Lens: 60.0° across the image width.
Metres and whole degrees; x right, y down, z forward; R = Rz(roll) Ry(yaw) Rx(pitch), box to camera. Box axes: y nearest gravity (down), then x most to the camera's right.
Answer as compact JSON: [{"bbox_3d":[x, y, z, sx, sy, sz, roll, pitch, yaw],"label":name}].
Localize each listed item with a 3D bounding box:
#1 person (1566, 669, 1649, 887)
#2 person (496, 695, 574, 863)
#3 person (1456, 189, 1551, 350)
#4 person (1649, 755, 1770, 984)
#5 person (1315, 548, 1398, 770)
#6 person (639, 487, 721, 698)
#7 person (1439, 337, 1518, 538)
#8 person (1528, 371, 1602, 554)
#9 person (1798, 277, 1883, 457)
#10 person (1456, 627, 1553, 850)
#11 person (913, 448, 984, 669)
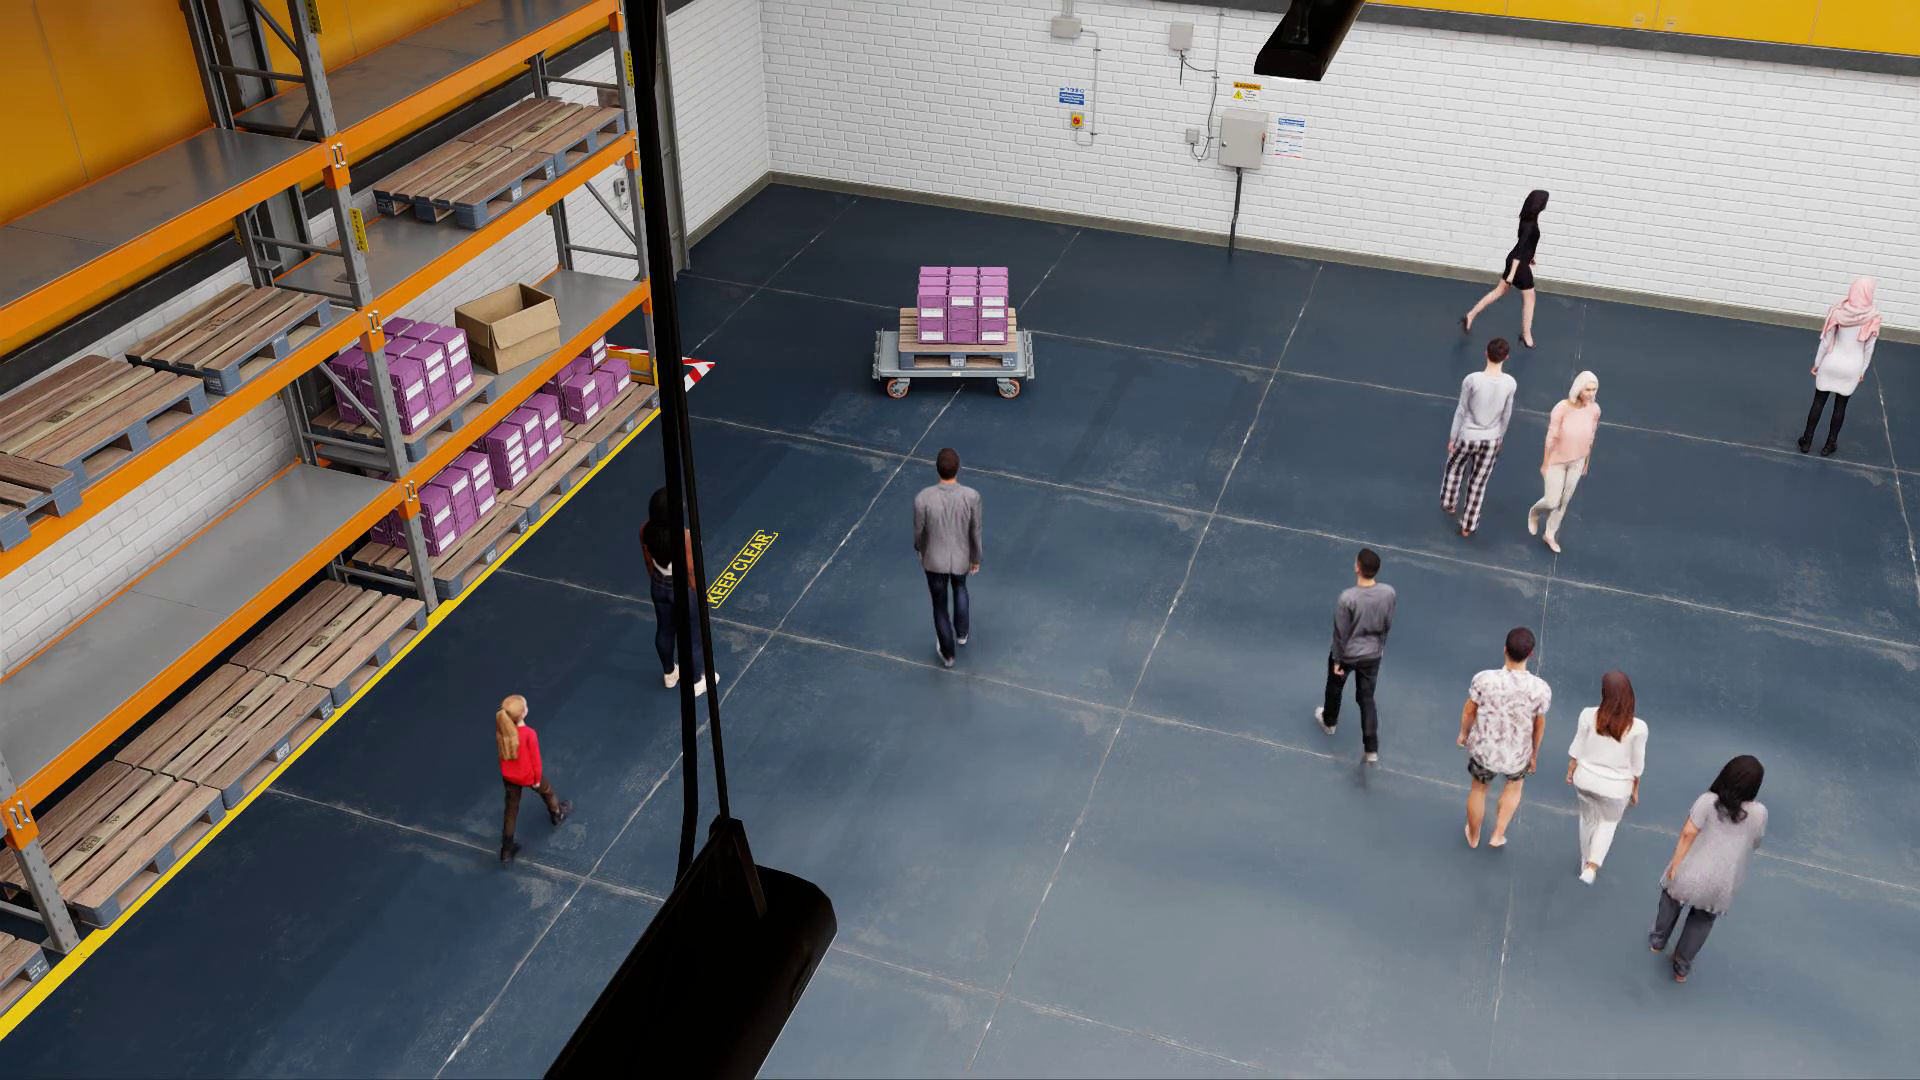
[{"bbox_3d":[4.206,1.628,10.914,0.709,1.660,0.824,19,38,26],"label":"person"},{"bbox_3d":[-3.015,1.620,11.297,0.504,1.251,0.908,11,35,15],"label":"person"},{"bbox_3d":[5.791,-2.859,17.573,0.770,1.761,1.075,6,34,9],"label":"person"},{"bbox_3d":[4.621,2.083,10.318,0.683,1.563,0.753,3,34,4],"label":"person"},{"bbox_3d":[2.900,0.865,11.994,0.933,1.735,1.169,-4,34,-6],"label":"person"},{"bbox_3d":[-2.163,0.389,12.644,0.684,1.809,0.661,19,38,26],"label":"person"},{"bbox_3d":[4.531,-0.841,14.480,0.783,1.826,0.929,3,34,5],"label":"person"},{"bbox_3d":[5.202,-0.728,14.406,0.761,1.719,0.819,-6,34,-9],"label":"person"},{"bbox_3d":[8.315,-1.637,15.699,0.659,1.802,0.626,17,37,23],"label":"person"},{"bbox_3d":[3.612,1.408,11.113,0.675,1.806,0.606,12,35,17],"label":"person"},{"bbox_3d":[-0.084,0.197,12.895,0.858,1.851,0.921,-6,34,-10],"label":"person"}]
